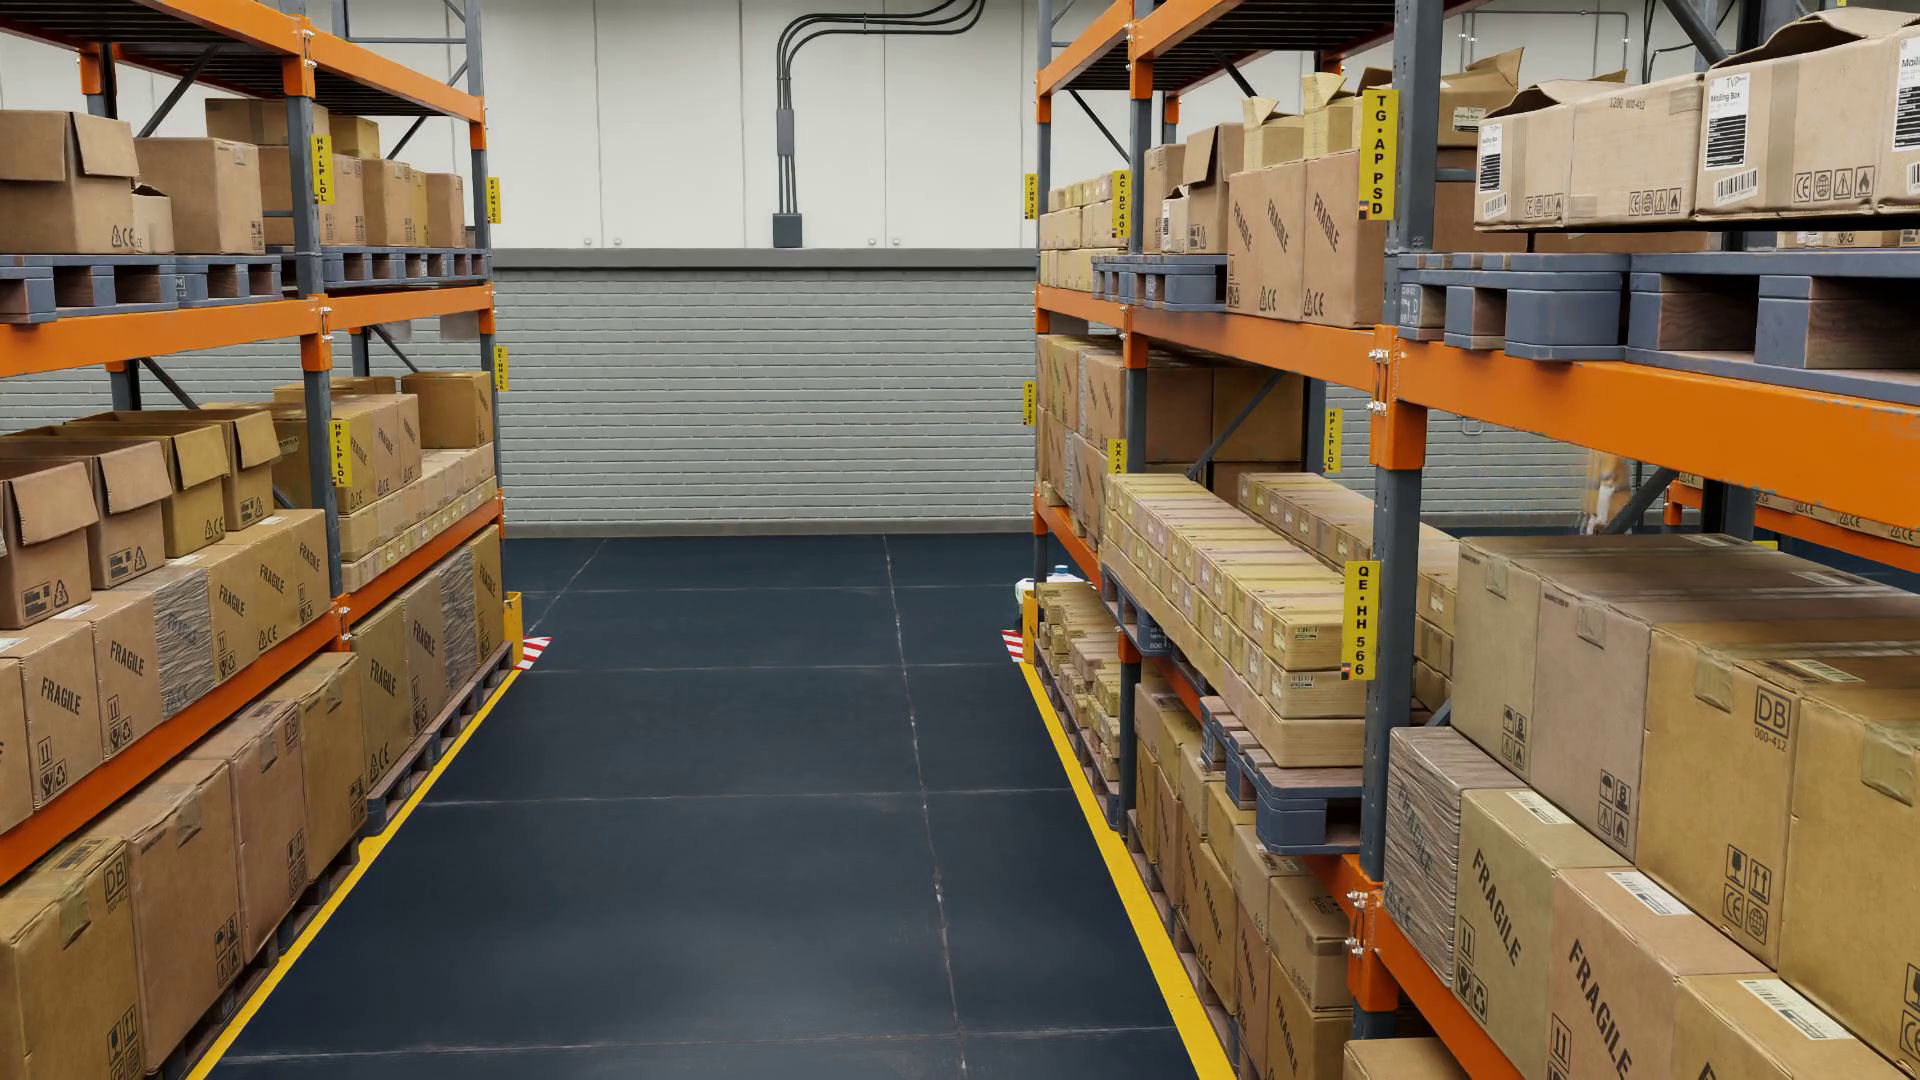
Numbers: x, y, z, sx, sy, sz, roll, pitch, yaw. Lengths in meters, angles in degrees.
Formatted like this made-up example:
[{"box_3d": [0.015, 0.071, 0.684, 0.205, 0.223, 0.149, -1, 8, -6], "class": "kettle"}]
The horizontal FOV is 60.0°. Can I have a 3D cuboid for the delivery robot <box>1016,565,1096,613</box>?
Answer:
[{"box_3d": [0.814, 0.447, 13.405, 0.707, 0.478, 0.477, 3, 10, 18], "class": "delivery robot"}]

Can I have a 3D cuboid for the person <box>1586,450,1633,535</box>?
[{"box_3d": [5.428, -0.261, 13.961, 0.998, 1.896, 0.550, 2, 10, 14], "class": "person"}]
